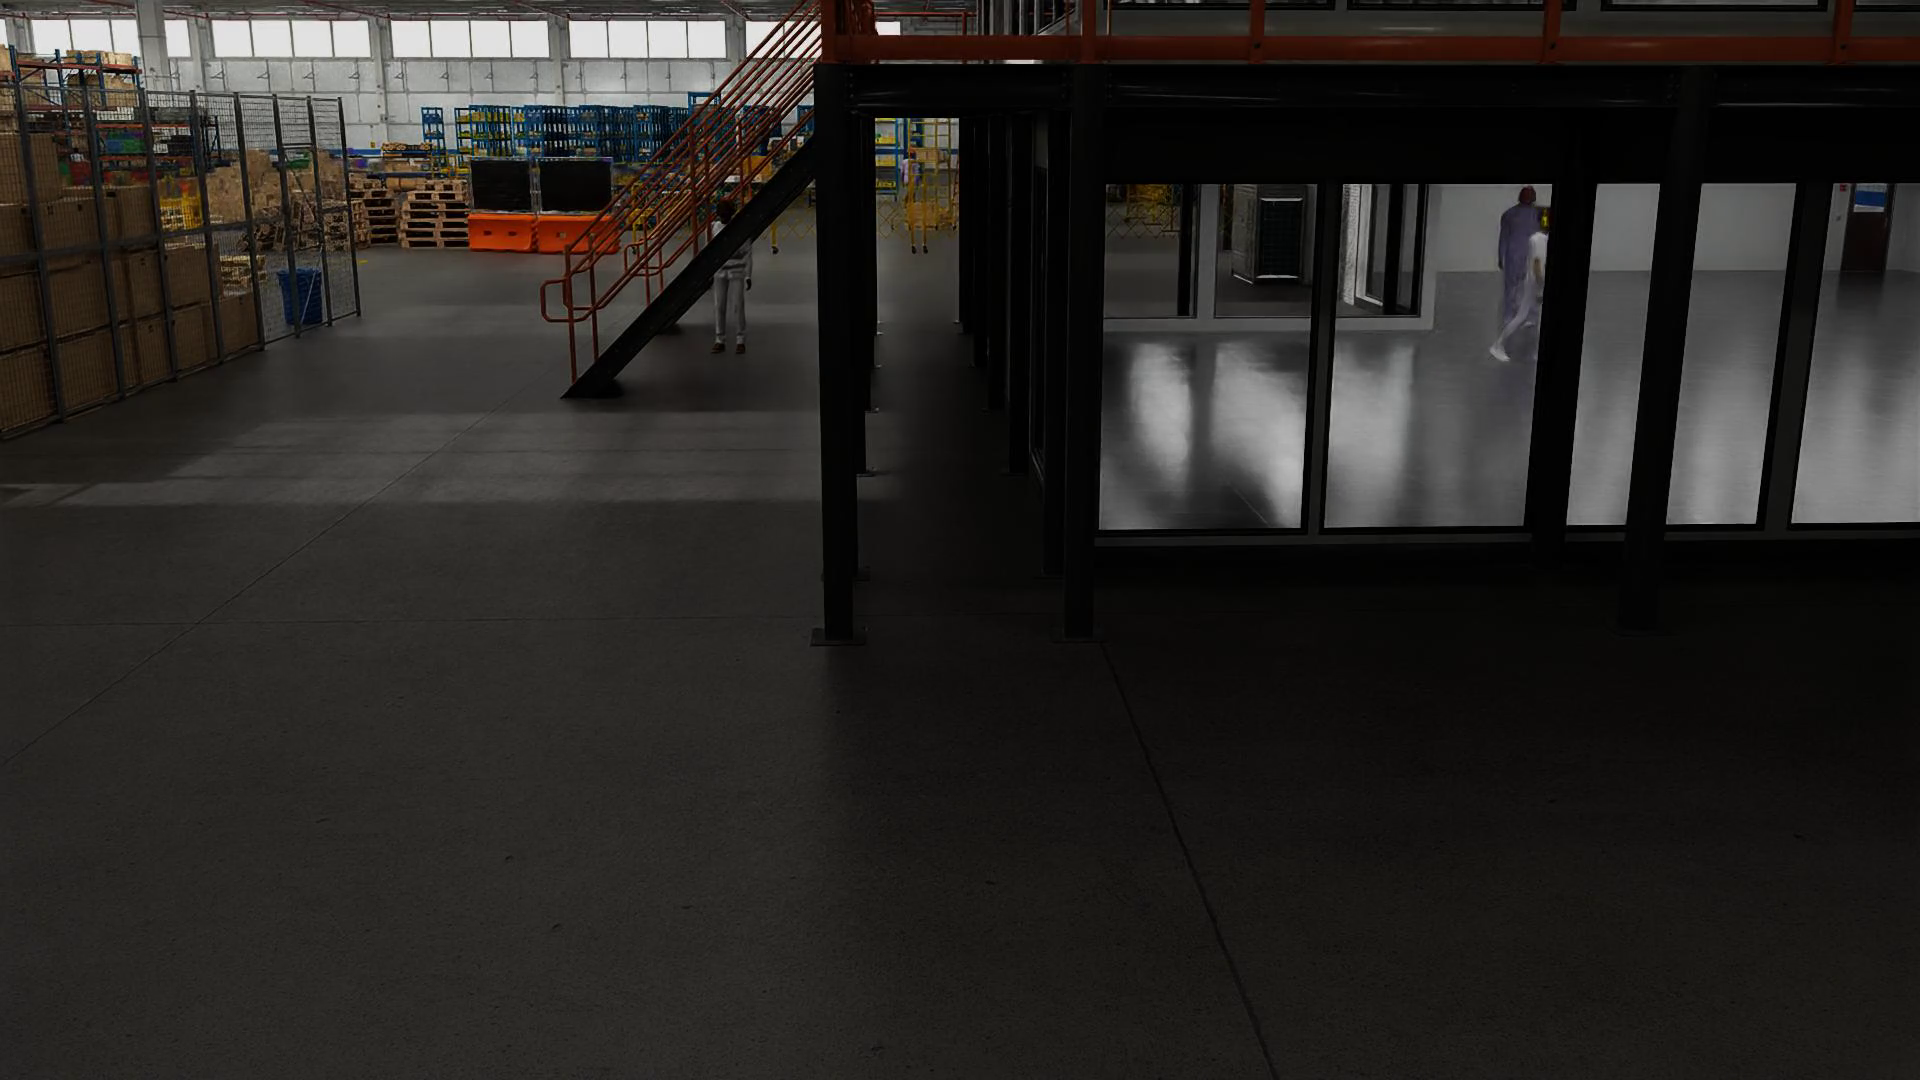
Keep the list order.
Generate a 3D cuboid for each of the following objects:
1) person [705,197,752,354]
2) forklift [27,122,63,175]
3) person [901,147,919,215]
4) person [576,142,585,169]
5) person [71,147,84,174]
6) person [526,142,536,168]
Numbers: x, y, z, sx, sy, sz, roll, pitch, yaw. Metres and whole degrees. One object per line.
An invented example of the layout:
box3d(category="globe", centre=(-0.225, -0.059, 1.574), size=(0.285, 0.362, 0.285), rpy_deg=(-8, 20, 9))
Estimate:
box3d(category="person", centre=(-2.803, -3.197, 20.130), size=(0.584, 1.882, 0.339), rpy_deg=(2, 14, 7))
box3d(category="forklift", centre=(-35.376, -14.773, 64.377), size=(1.129, 2.768, 1.873), rpy_deg=(-1, 14, -2))
box3d(category="person", centre=(-1.503, -10.914, 50.649), size=(0.607, 2.045, 0.390), rpy_deg=(8, 16, 28))
box3d(category="person", centre=(-19.144, -19.159, 84.030), size=(0.403, 1.834, 0.589), rpy_deg=(-11, 18, -38))
box3d(category="person", centre=(-40.407, -17.132, 76.213), size=(0.531, 1.692, 0.320), rpy_deg=(-10, 17, -35))
box3d(category="person", centre=(-21.450, -18.975, 83.104), size=(0.430, 1.925, 0.629), rpy_deg=(-10, 17, -35))
